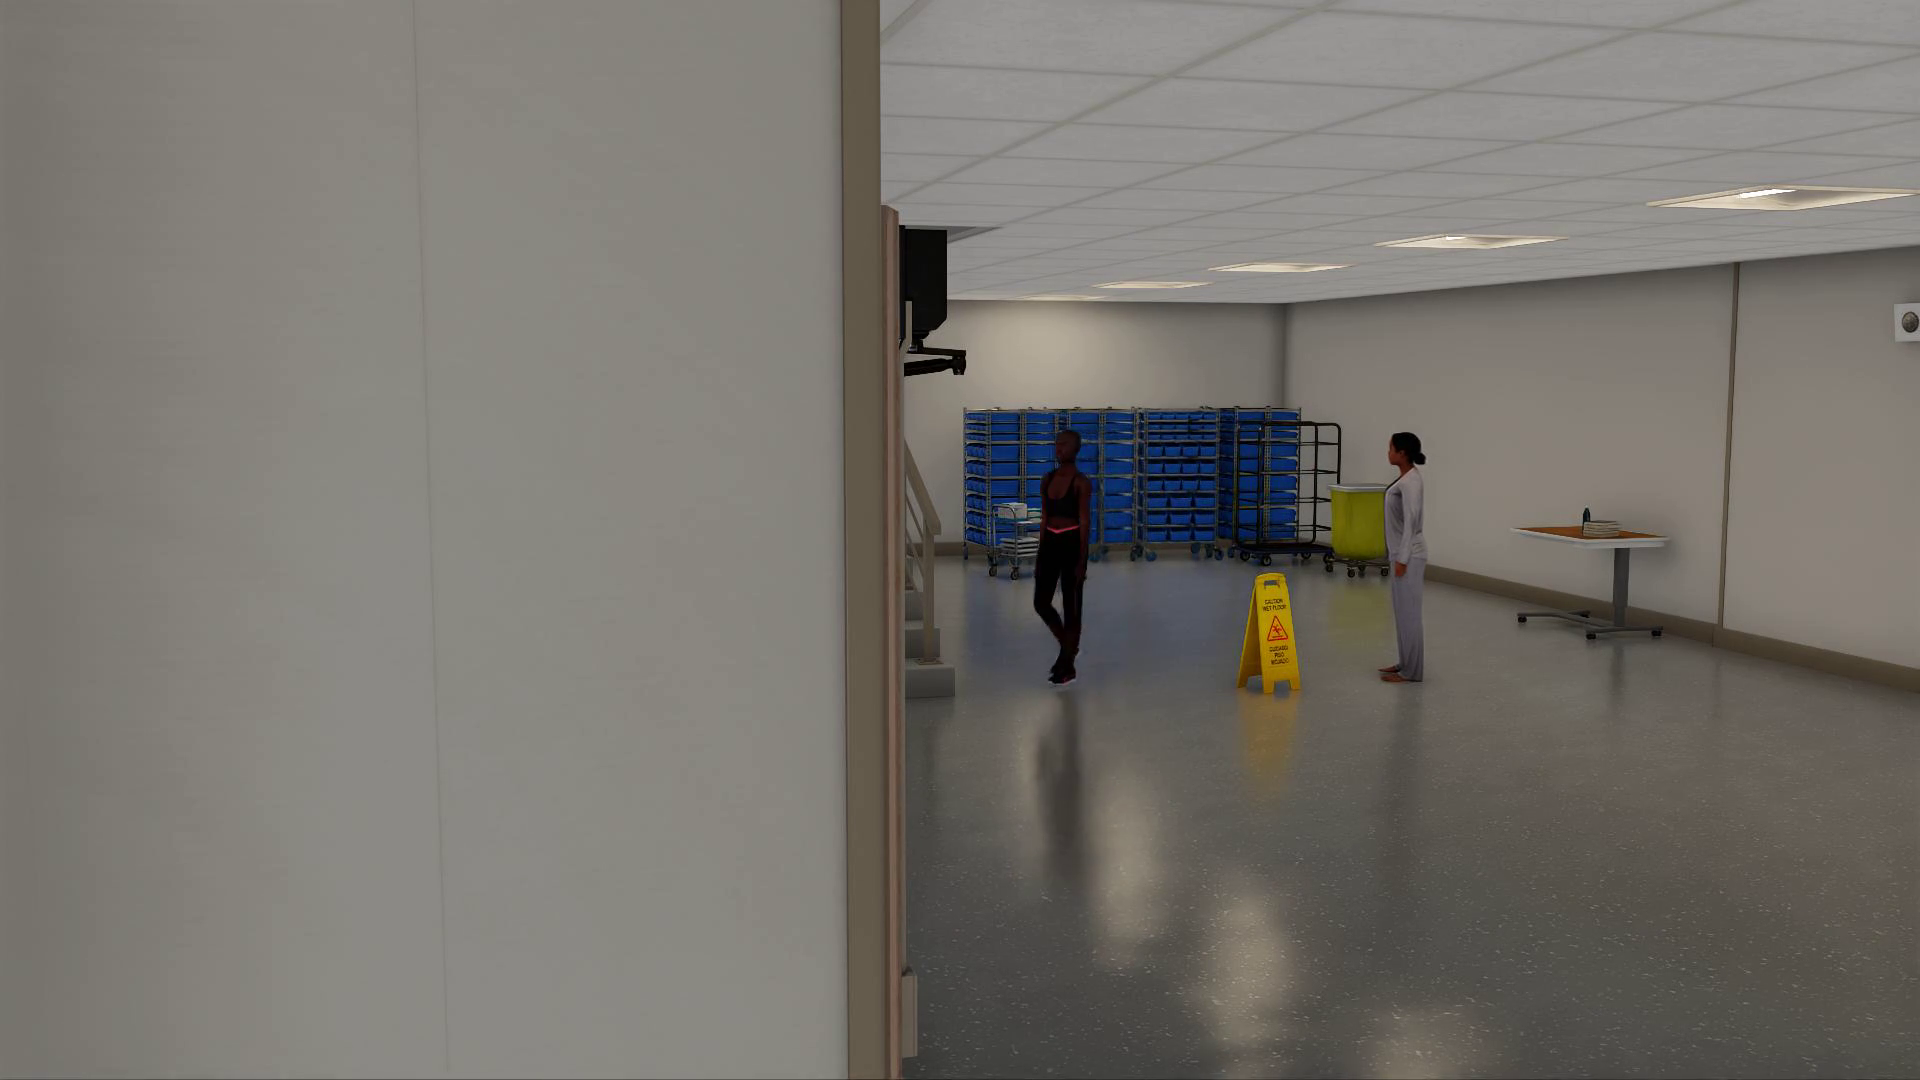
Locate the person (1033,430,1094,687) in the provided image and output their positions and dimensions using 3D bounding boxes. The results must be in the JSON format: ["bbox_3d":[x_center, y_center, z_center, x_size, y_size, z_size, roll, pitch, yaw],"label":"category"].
[{"bbox_3d":[0.779,0.113,11.490,0.751,1.753,0.820,5,7,39],"label":"person"}]

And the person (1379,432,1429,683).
[{"bbox_3d":[3.126,0.106,11.637,0.773,1.736,0.630,1,6,11],"label":"person"}]
